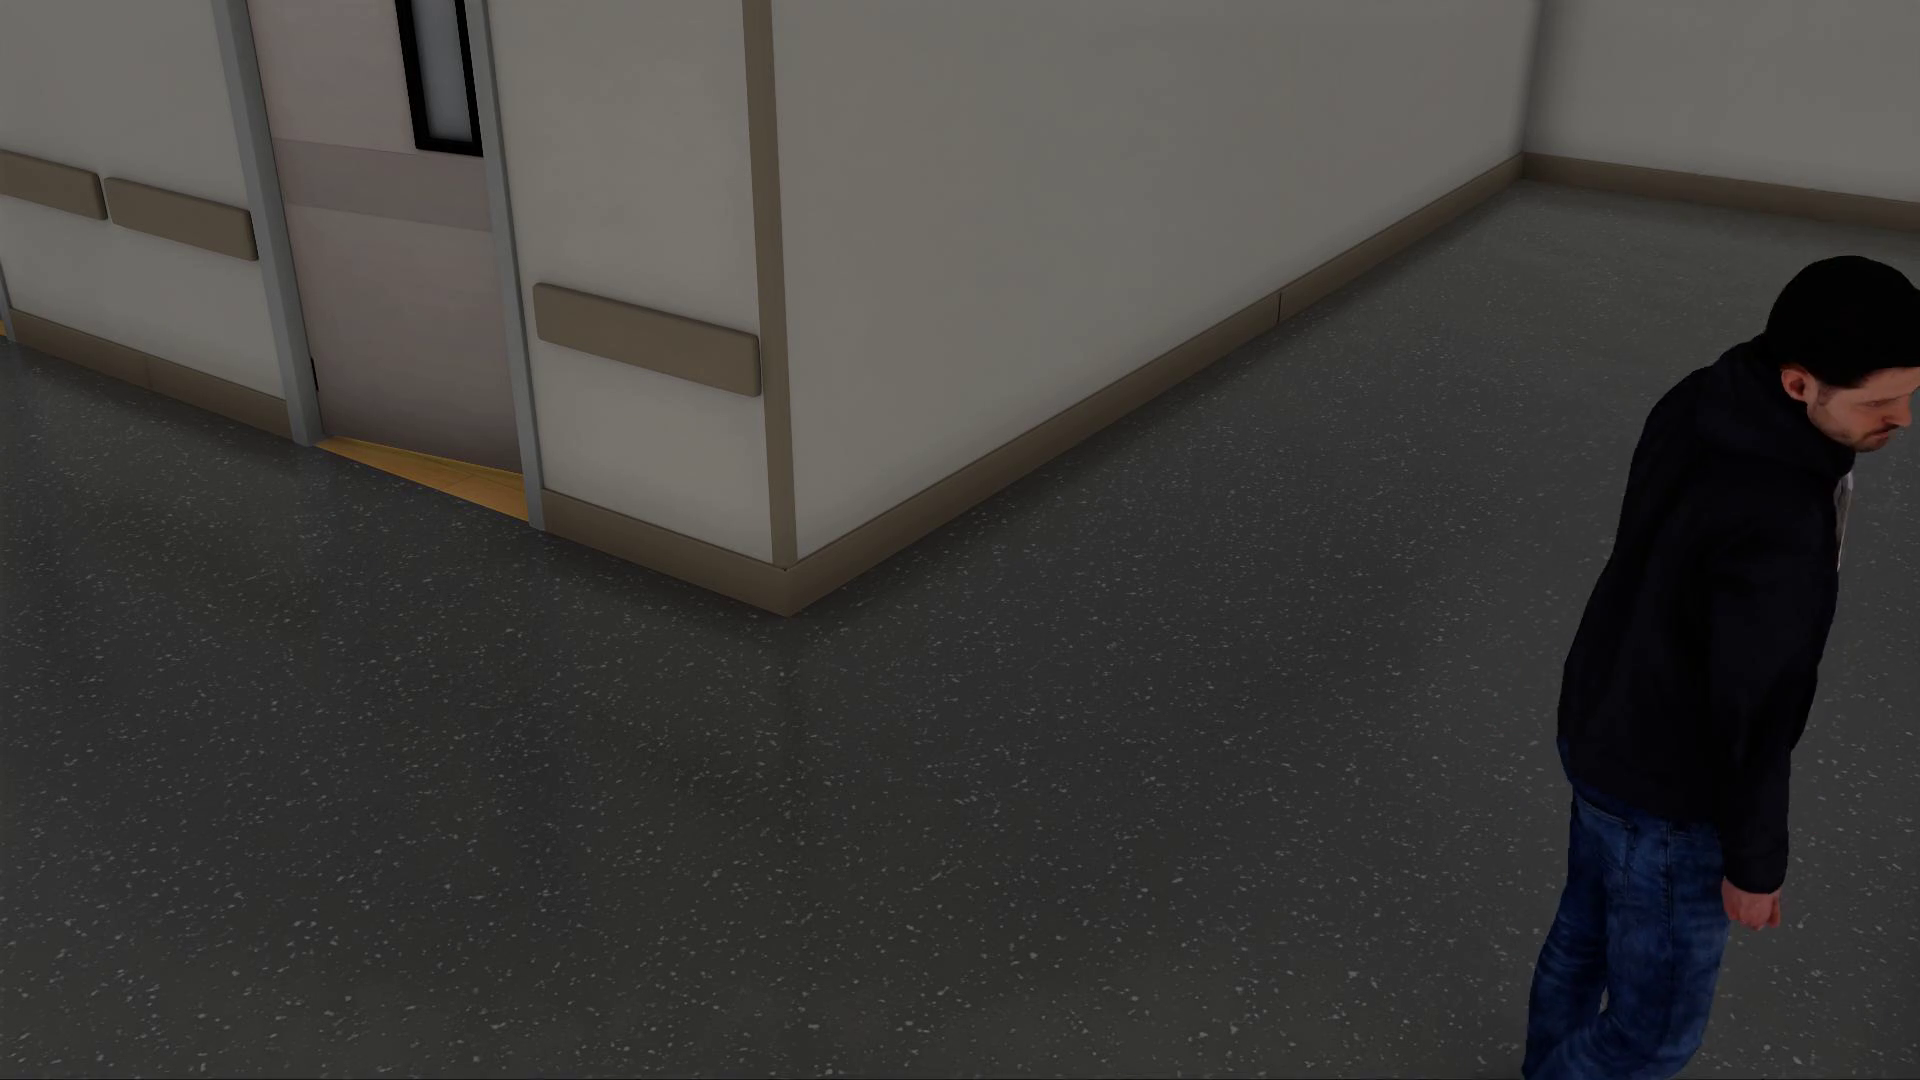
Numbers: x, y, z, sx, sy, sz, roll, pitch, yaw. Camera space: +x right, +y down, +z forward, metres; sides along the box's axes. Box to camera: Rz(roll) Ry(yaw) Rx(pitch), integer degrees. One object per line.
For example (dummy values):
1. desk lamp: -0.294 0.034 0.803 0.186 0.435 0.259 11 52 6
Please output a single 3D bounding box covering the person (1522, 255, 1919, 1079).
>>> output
1. person: 1.142 0.355 2.800 0.983 1.850 0.802 -4 26 -8
